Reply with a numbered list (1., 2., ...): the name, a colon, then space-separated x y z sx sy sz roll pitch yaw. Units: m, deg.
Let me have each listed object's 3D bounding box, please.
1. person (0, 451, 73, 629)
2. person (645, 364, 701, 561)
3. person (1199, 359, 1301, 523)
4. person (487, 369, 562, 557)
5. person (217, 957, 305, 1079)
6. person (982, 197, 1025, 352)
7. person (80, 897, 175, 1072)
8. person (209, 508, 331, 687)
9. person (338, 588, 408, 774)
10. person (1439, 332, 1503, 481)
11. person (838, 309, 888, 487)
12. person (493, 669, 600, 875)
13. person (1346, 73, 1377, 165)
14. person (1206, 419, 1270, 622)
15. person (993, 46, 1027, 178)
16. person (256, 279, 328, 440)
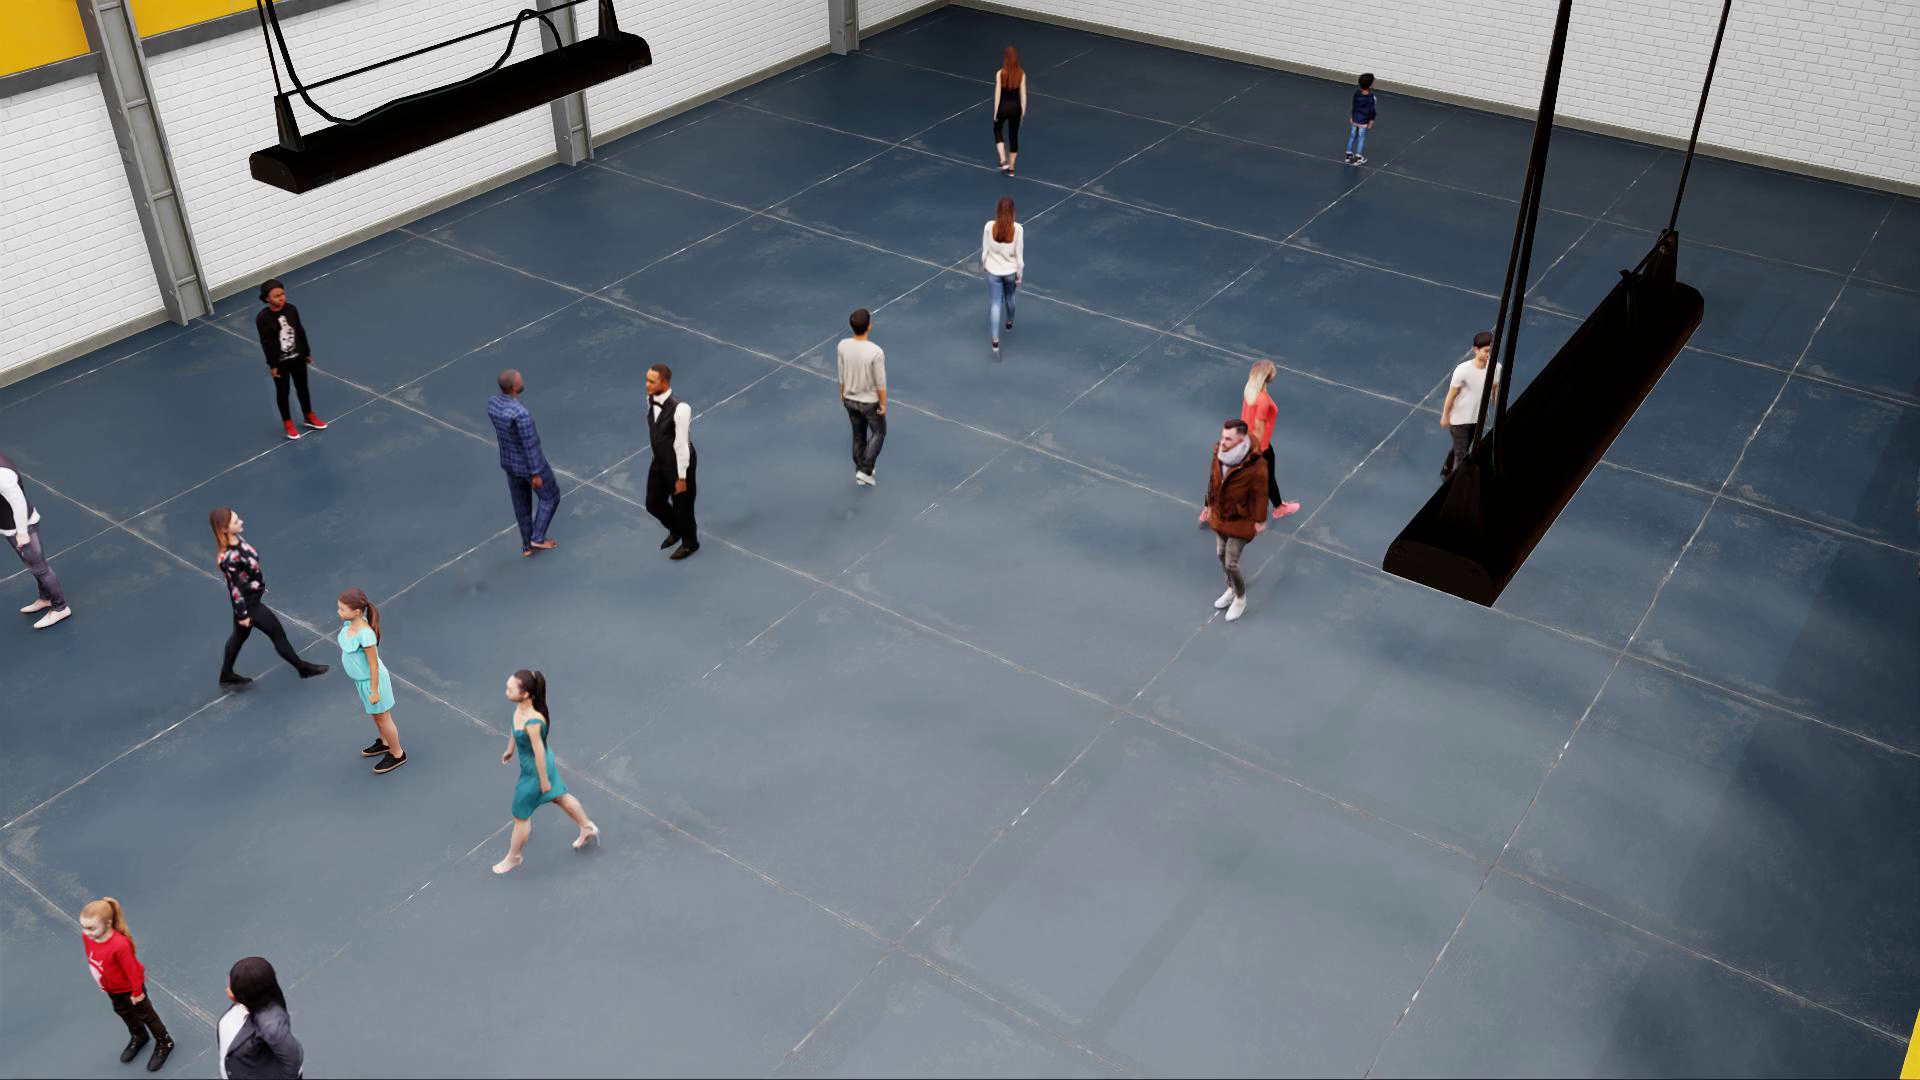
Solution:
1. person: -7.731 -0.116 13.642 0.689 1.822 0.746 -25 41 -32
2. person: -2.411 -0.701 14.447 0.714 1.905 0.687 26 41 33
3. person: 2.517 -0.828 14.880 1.232 1.637 1.096 -10 35 -15
4. person: -3.851 -0.626 14.420 0.693 1.811 0.644 24 40 31
5. person: -3.831 2.916 9.284 0.770 1.597 0.759 -21 39 -28
6. person: 0.446 -2.827 17.874 0.982 1.651 1.217 4 34 6
7. person: -5.028 2.643 9.978 0.528 1.282 0.545 12 36 18
8. person: -5.605 0.491 12.891 1.140 1.641 0.981 -11 35 -16
9. person: -4.325 1.005 12.193 0.642 1.558 0.622 -21 39 -28
10. person: 4.673 -1.182 15.374 1.094 1.680 1.103 -9 35 -13
11. person: -0.931 -1.261 15.384 0.745 1.800 0.804 11 35 16
12. person: -2.806 1.539 11.311 1.031 1.646 0.907 -11 35 -16
13. person: 5.468 -5.758 22.674 0.525 1.220 0.559 -27 42 -34
14. person: 2.335 -0.226 13.808 0.783 1.820 0.801 -24 40 -31
15. person: 0.660 -5.656 22.073 0.716 1.714 0.775 -5 34 -8
16. person: -6.608 -1.786 16.293 0.693 1.669 0.527 28 43 35
